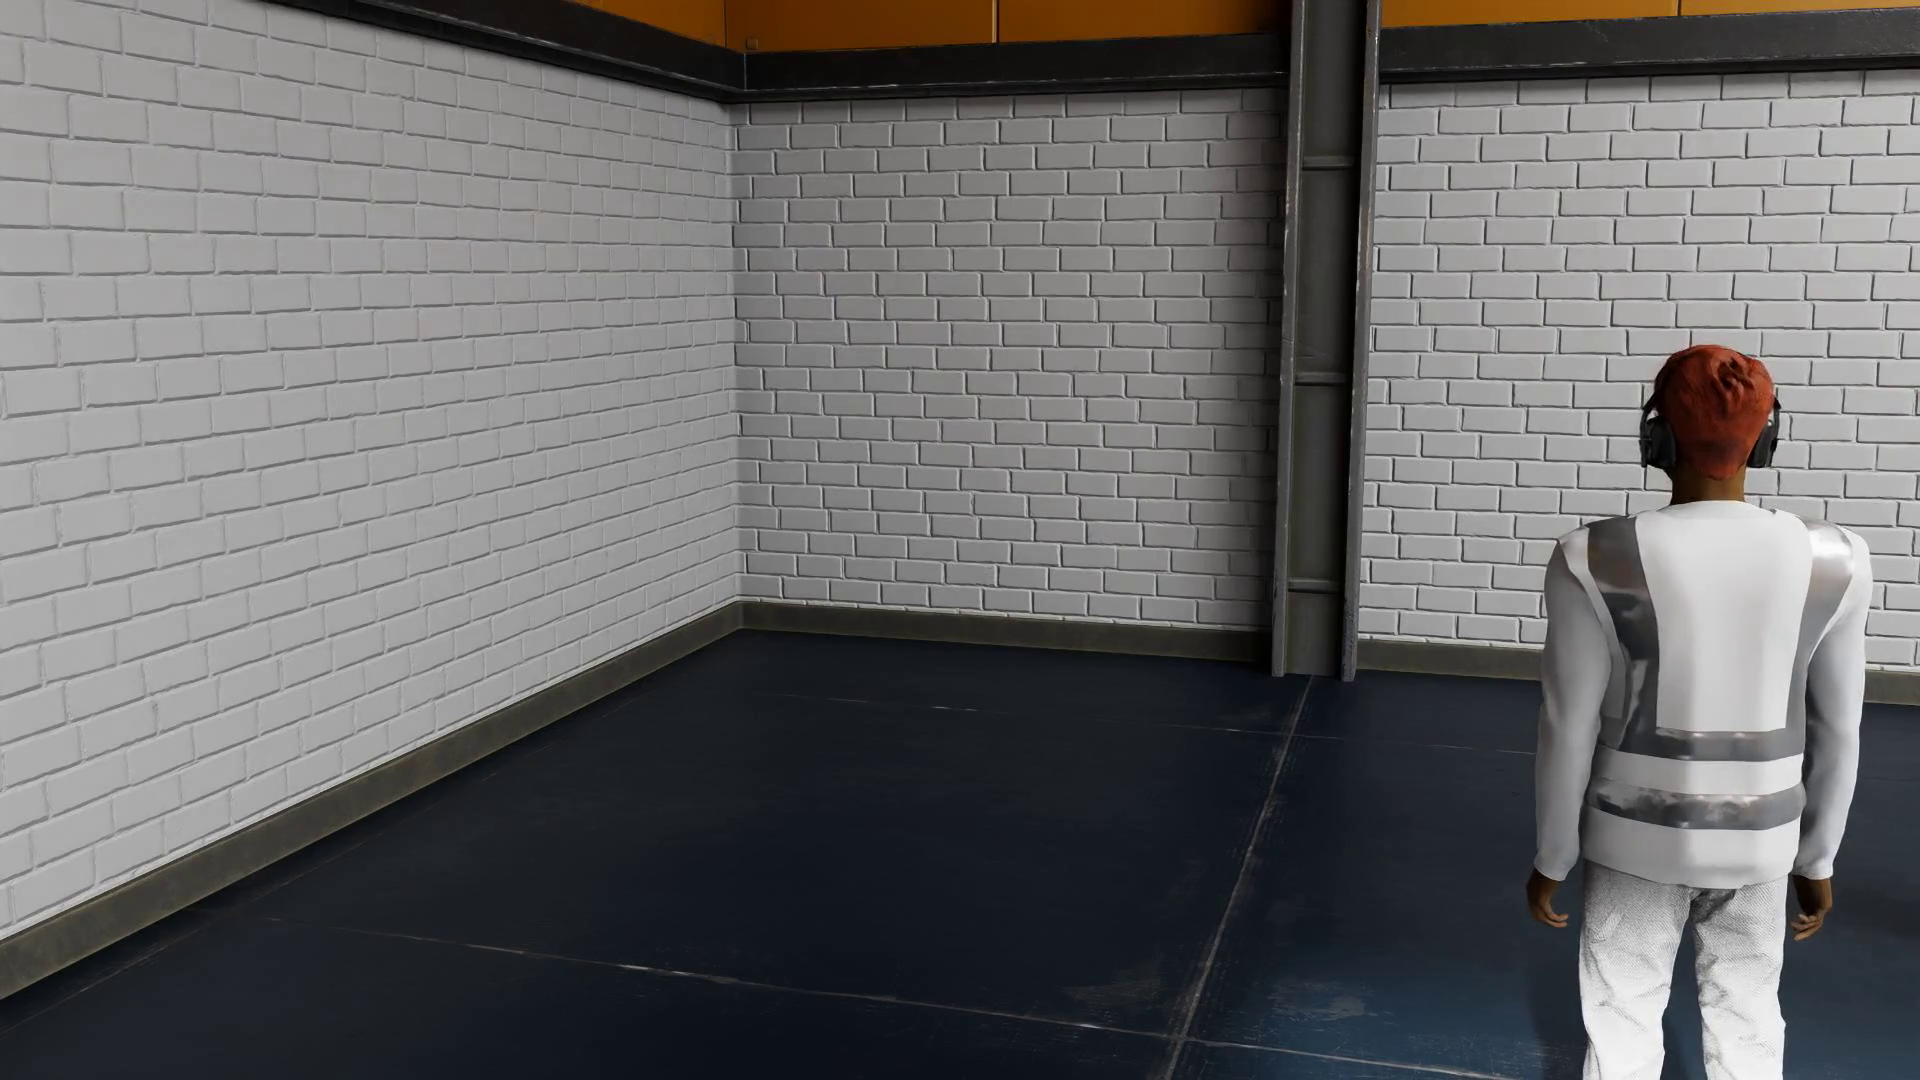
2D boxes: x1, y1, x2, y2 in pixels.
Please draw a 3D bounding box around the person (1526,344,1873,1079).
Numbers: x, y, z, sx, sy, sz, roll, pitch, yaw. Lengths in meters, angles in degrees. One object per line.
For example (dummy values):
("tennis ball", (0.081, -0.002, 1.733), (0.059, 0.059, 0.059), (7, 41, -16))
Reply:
("person", (1.354, 0.581, 3.113), (0.575, 1.884, 0.355), (1, 9, 4))
